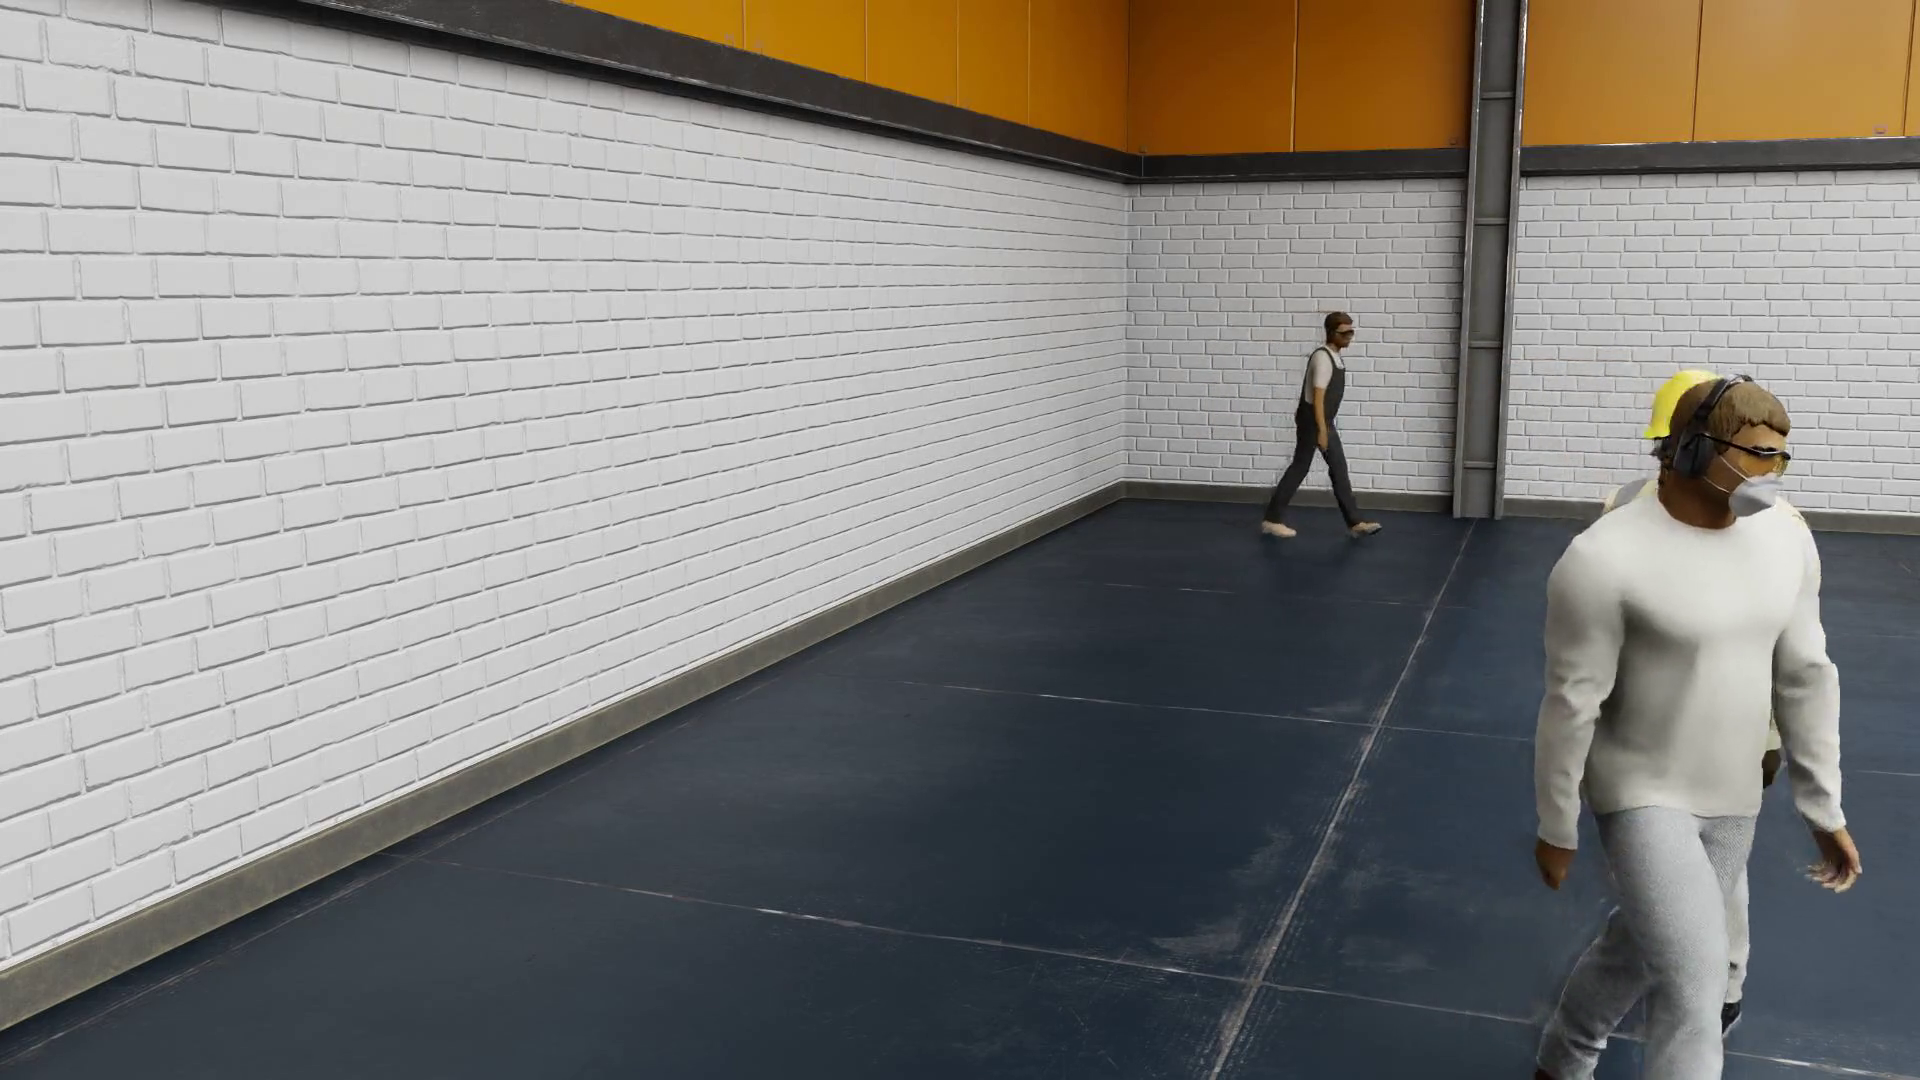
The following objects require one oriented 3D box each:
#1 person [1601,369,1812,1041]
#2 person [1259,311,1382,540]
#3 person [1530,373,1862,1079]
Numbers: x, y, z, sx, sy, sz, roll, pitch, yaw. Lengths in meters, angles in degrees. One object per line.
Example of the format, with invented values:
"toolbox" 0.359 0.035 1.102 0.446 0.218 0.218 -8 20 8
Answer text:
"person" 1.972 0.446 4.563 0.403 1.823 0.601 -6 11 -33
"person" 2.818 -0.879 12.954 0.991 1.784 0.552 6 11 32
"person" 1.547 0.572 3.613 0.619 1.882 1.017 -4 10 -22
